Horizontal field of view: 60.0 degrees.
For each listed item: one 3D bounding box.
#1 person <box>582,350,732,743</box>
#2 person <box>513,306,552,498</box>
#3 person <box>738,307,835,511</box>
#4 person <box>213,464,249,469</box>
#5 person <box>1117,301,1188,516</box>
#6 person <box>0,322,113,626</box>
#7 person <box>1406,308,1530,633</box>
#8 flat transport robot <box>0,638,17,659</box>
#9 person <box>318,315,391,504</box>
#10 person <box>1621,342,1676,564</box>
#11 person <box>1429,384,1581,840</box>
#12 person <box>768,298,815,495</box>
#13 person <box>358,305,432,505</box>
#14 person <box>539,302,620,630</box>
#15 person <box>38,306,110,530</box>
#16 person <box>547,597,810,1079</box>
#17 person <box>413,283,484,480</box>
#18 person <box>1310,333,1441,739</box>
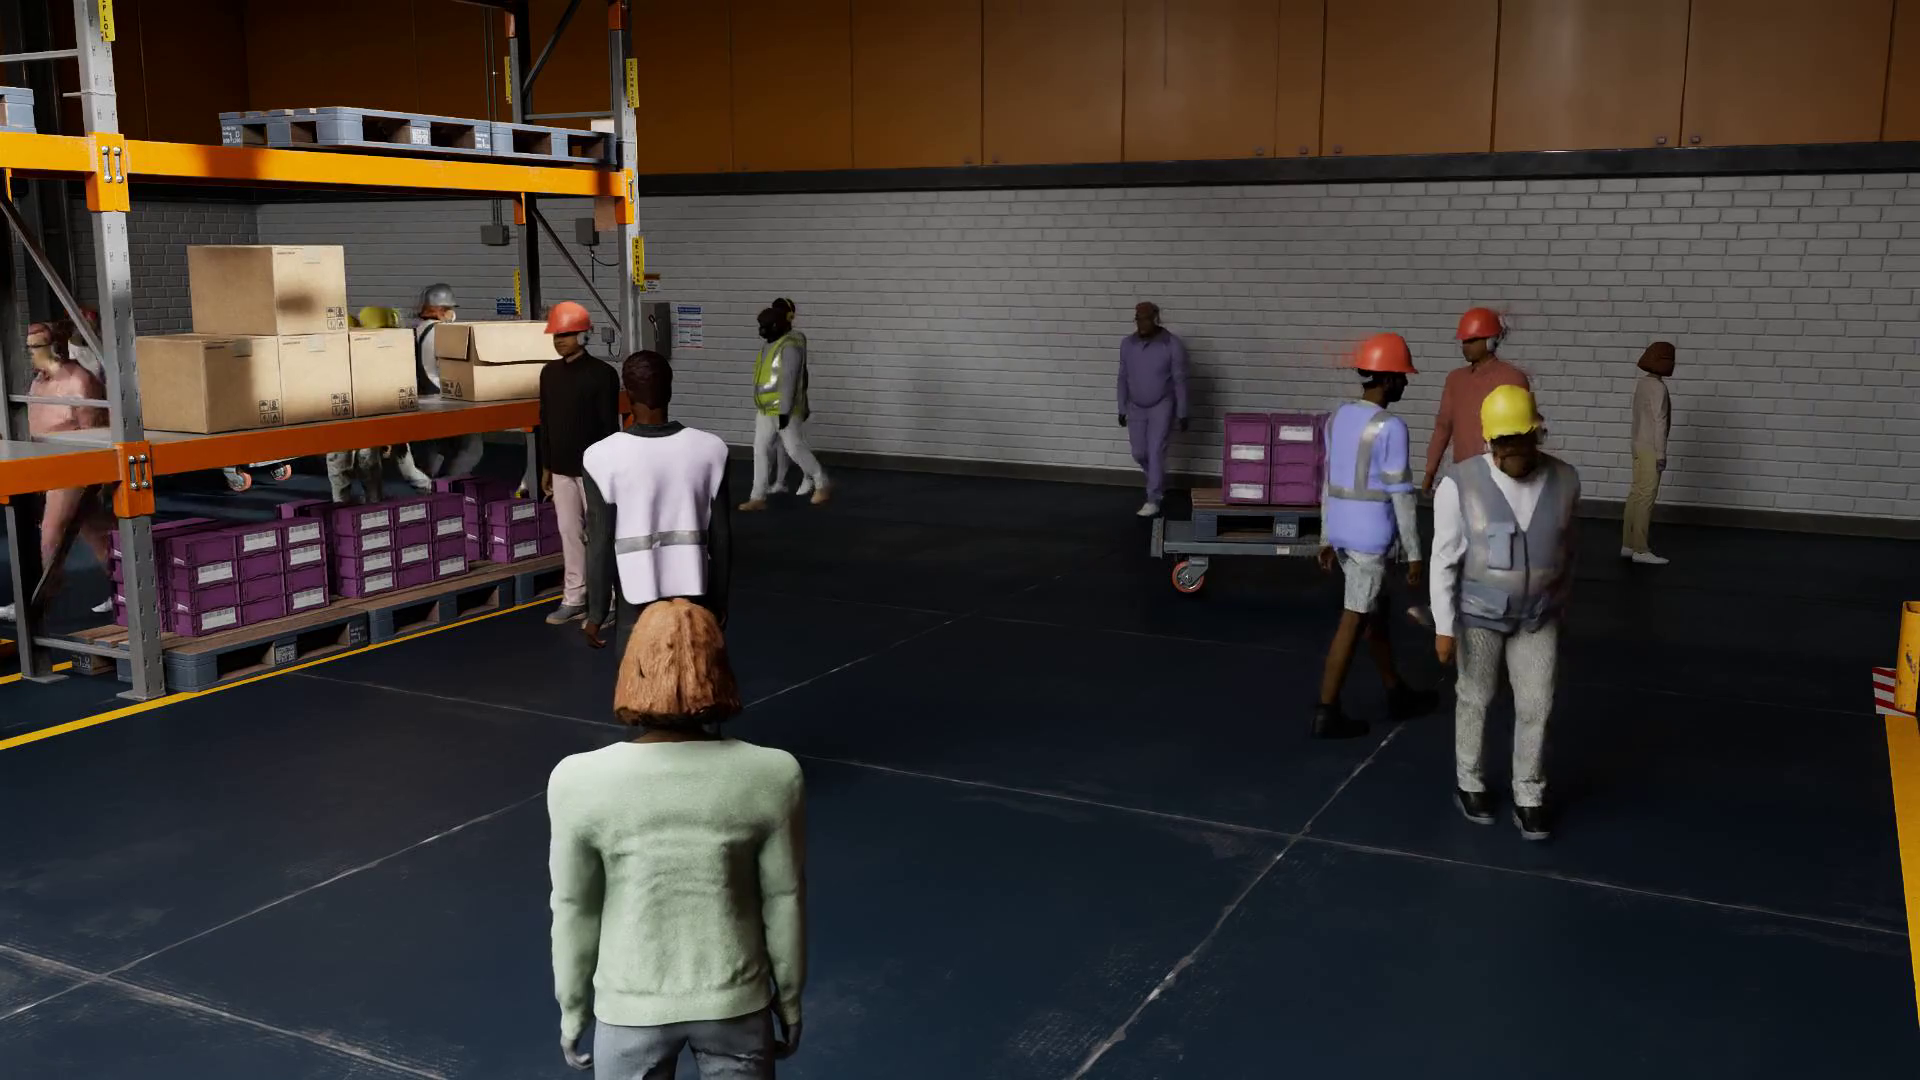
[{"bbox_3d":[-1.156,0.230,6.417,0.587,1.914,0.392,-5,11,-29],"label":"person"},{"bbox_3d":[-3.604,-1.102,14.379,0.440,1.824,0.651,-9,13,-43],"label":"person"},{"bbox_3d":[-1.558,-1.172,14.849,0.895,1.813,0.615,-8,12,-38],"label":"person"},{"bbox_3d":[-7.814,-1.720,17.599,0.405,1.946,0.612,5,11,25],"label":"person"},{"bbox_3d":[1.721,-1.174,14.677,0.683,1.873,0.781,6,12,33],"label":"person"},{"bbox_3d":[-5.585,-0.407,10.271,0.674,1.849,1.001,8,13,39],"label":"person"},{"bbox_3d":[3.030,-0.409,9.992,1.001,1.941,0.657,-5,11,-26],"label":"person"},{"bbox_3d":[-5.893,0.634,8.823,0.652,0.197,1.431,5,11,26],"label":"flat transport robot"},{"bbox_3d":[-4.620,-0.794,12.660,0.597,1.811,0.465,-6,11,-30],"label":"person"},{"bbox_3d":[5.113,-0.648,12.306,0.272,1.631,0.507,1,10,5],"label":"person"},{"bbox_3d":[2.112,0.279,6.479,0.611,1.787,0.667,0,10,0],"label":"person"},{"bbox_3d":[-1.626,-1.345,15.683,0.429,1.869,0.556,-8,12,-37],"label":"person"},{"bbox_3d":[-4.412,-0.898,13.046,0.989,1.887,0.590,-3,10,-15],"label":"person"},{"bbox_3d":[-2.328,-0.447,10.120,0.619,1.988,0.401,6,11,29],"label":"person"},{"bbox_3d":[-7.237,-0.985,13.635,0.442,1.848,0.643,8,13,39],"label":"person"},{"bbox_3d":[-0.542,0.920,3.258,0.496,1.625,0.287,-2,10,-11],"label":"person"},{"bbox_3d":[-4.311,-1.139,13.968,0.696,2.000,0.537,9,13,43],"label":"person"},{"bbox_3d":[2.036,-0.013,7.851,0.877,1.899,0.563,-3,10,-16],"label":"person"}]
